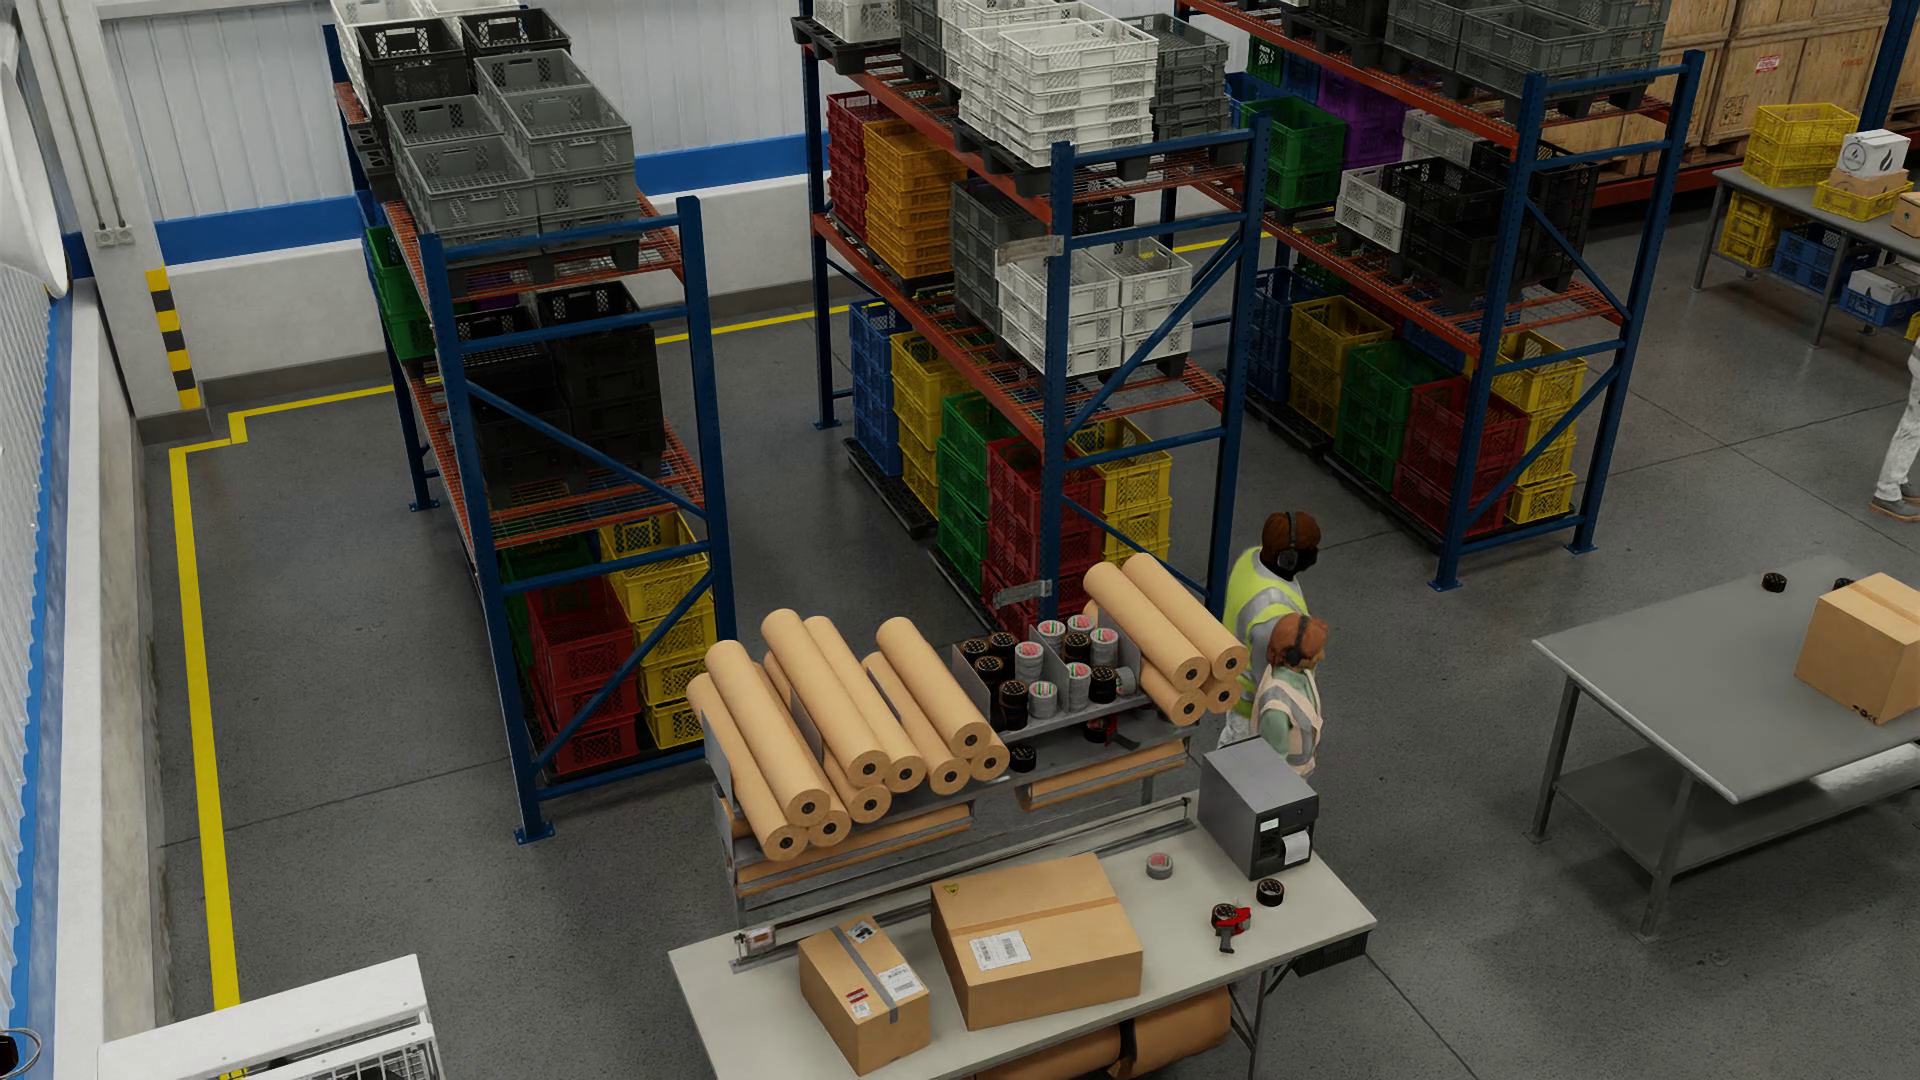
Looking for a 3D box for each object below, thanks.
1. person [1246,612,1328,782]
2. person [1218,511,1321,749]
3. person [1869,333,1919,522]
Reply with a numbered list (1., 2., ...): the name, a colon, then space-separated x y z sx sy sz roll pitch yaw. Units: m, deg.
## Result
1. person: 1.337 1.008 7.012 0.307 1.637 0.512 8 33 13
2. person: 1.347 0.675 7.374 0.430 1.837 0.629 0 32 0
3. person: 5.938 -1.019 10.080 0.354 1.879 0.566 20 37 30
